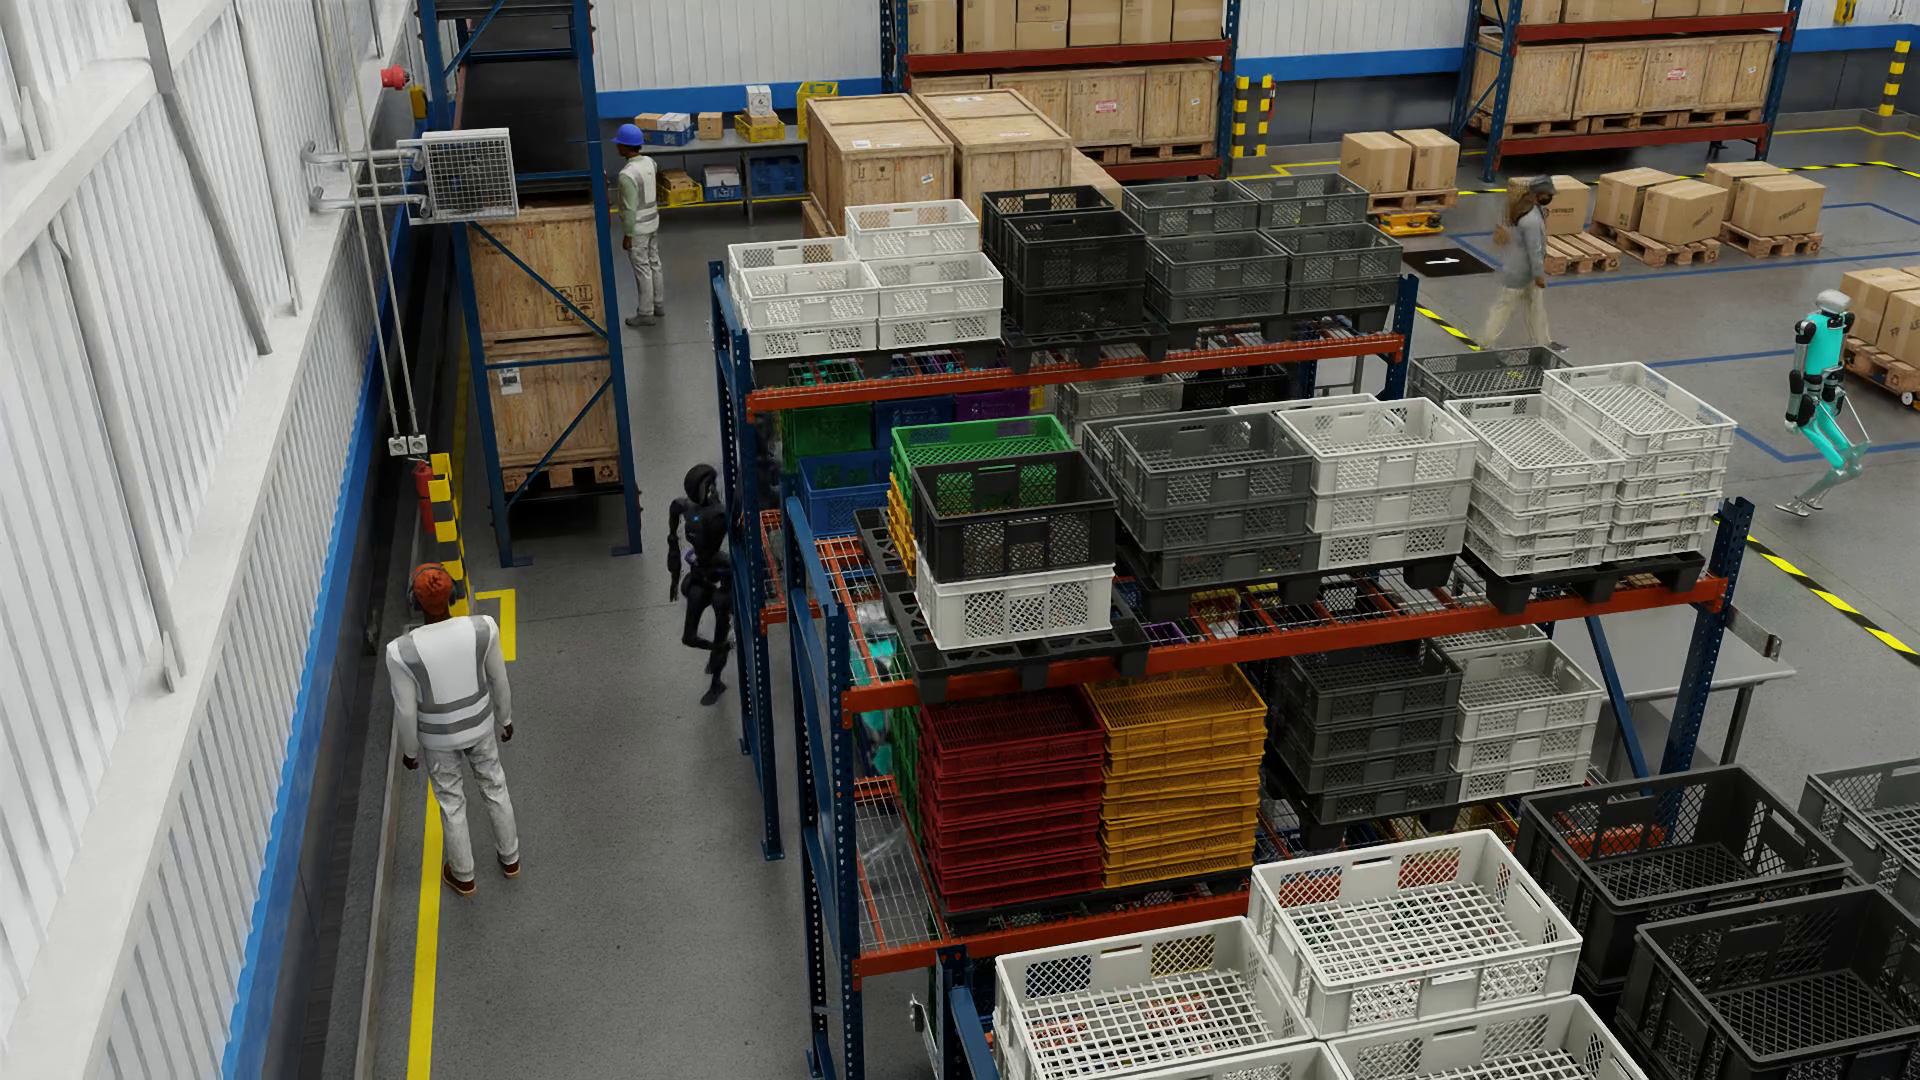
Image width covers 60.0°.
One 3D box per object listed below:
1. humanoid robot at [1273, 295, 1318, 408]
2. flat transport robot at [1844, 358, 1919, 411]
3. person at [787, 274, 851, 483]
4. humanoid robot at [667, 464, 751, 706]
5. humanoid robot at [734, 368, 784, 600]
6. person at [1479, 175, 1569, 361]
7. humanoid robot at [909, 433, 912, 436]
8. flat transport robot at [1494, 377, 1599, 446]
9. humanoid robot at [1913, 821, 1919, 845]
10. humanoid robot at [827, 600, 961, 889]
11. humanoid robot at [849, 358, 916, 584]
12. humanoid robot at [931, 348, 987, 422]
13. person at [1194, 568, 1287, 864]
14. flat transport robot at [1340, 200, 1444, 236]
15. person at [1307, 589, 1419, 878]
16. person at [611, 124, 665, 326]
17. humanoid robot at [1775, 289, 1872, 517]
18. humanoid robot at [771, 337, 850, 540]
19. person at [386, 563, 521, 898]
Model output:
[{"bbox_3d":[2.604,-1.367,13.141,0.429,1.639,0.611,1,28,2],"label":"humanoid robot"},{"bbox_3d":[8.477,-1.459,14.786,0.652,0.197,1.431,-6,28,-12],"label":"flat transport robot"},{"bbox_3d":[-0.947,-0.938,11.931,0.608,2.037,0.395,22,35,35],"label":"person"},{"bbox_3d":[-1.489,0.239,10.097,0.609,1.640,0.464,13,30,23],"label":"humanoid robot"},{"bbox_3d":[-1.333,-0.374,11.248,0.372,1.650,0.612,-10,29,-19],"label":"humanoid robot"},{"bbox_3d":[5.229,-2.436,15.092,0.836,1.737,0.567,10,30,19],"label":"person"},{"bbox_3d":[-0.238,0.058,10.441,0.629,1.633,0.608,-12,30,-21],"label":"humanoid robot"},{"bbox_3d":[4.780,-1.036,14.013,0.659,0.231,1.431,-6,28,-12],"label":"flat transport robot"},{"bbox_3d":[4.466,1.614,7.489,0.522,1.651,0.606,1,28,1],"label":"humanoid robot"},{"bbox_3d":[-0.241,1.067,8.439,1.010,1.735,0.559,-10,29,-19],"label":"humanoid robot"},{"bbox_3d":[-0.365,-0.310,11.174,0.841,1.858,0.544,19,33,32],"label":"humanoid robot"},{"bbox_3d":[0.116,-0.570,11.450,0.531,1.699,0.742,-12,30,-21],"label":"humanoid robot"},{"bbox_3d":[1.490,0.929,8.609,0.597,1.829,0.404,3,28,5],"label":"person"},{"bbox_3d":[4.988,-3.846,19.313,0.652,0.197,1.431,-6,28,-12],"label":"flat transport robot"},{"bbox_3d":[2.035,1.072,8.340,0.617,1.836,0.431,-2,28,-3],"label":"person"},{"bbox_3d":[-3.080,-3.025,15.983,0.378,1.950,0.607,6,28,11],"label":"person"},{"bbox_3d":[6.374,-0.938,12.107,0.533,1.677,0.735,-14,31,-25],"label":"humanoid robot"},{"bbox_3d":[-1.097,-0.618,11.626,0.669,1.776,0.551,-23,36,-37],"label":"humanoid robot"},{"bbox_3d":[-2.559,0.973,8.468,0.583,1.882,0.337,-17,32,-30],"label":"person"}]
